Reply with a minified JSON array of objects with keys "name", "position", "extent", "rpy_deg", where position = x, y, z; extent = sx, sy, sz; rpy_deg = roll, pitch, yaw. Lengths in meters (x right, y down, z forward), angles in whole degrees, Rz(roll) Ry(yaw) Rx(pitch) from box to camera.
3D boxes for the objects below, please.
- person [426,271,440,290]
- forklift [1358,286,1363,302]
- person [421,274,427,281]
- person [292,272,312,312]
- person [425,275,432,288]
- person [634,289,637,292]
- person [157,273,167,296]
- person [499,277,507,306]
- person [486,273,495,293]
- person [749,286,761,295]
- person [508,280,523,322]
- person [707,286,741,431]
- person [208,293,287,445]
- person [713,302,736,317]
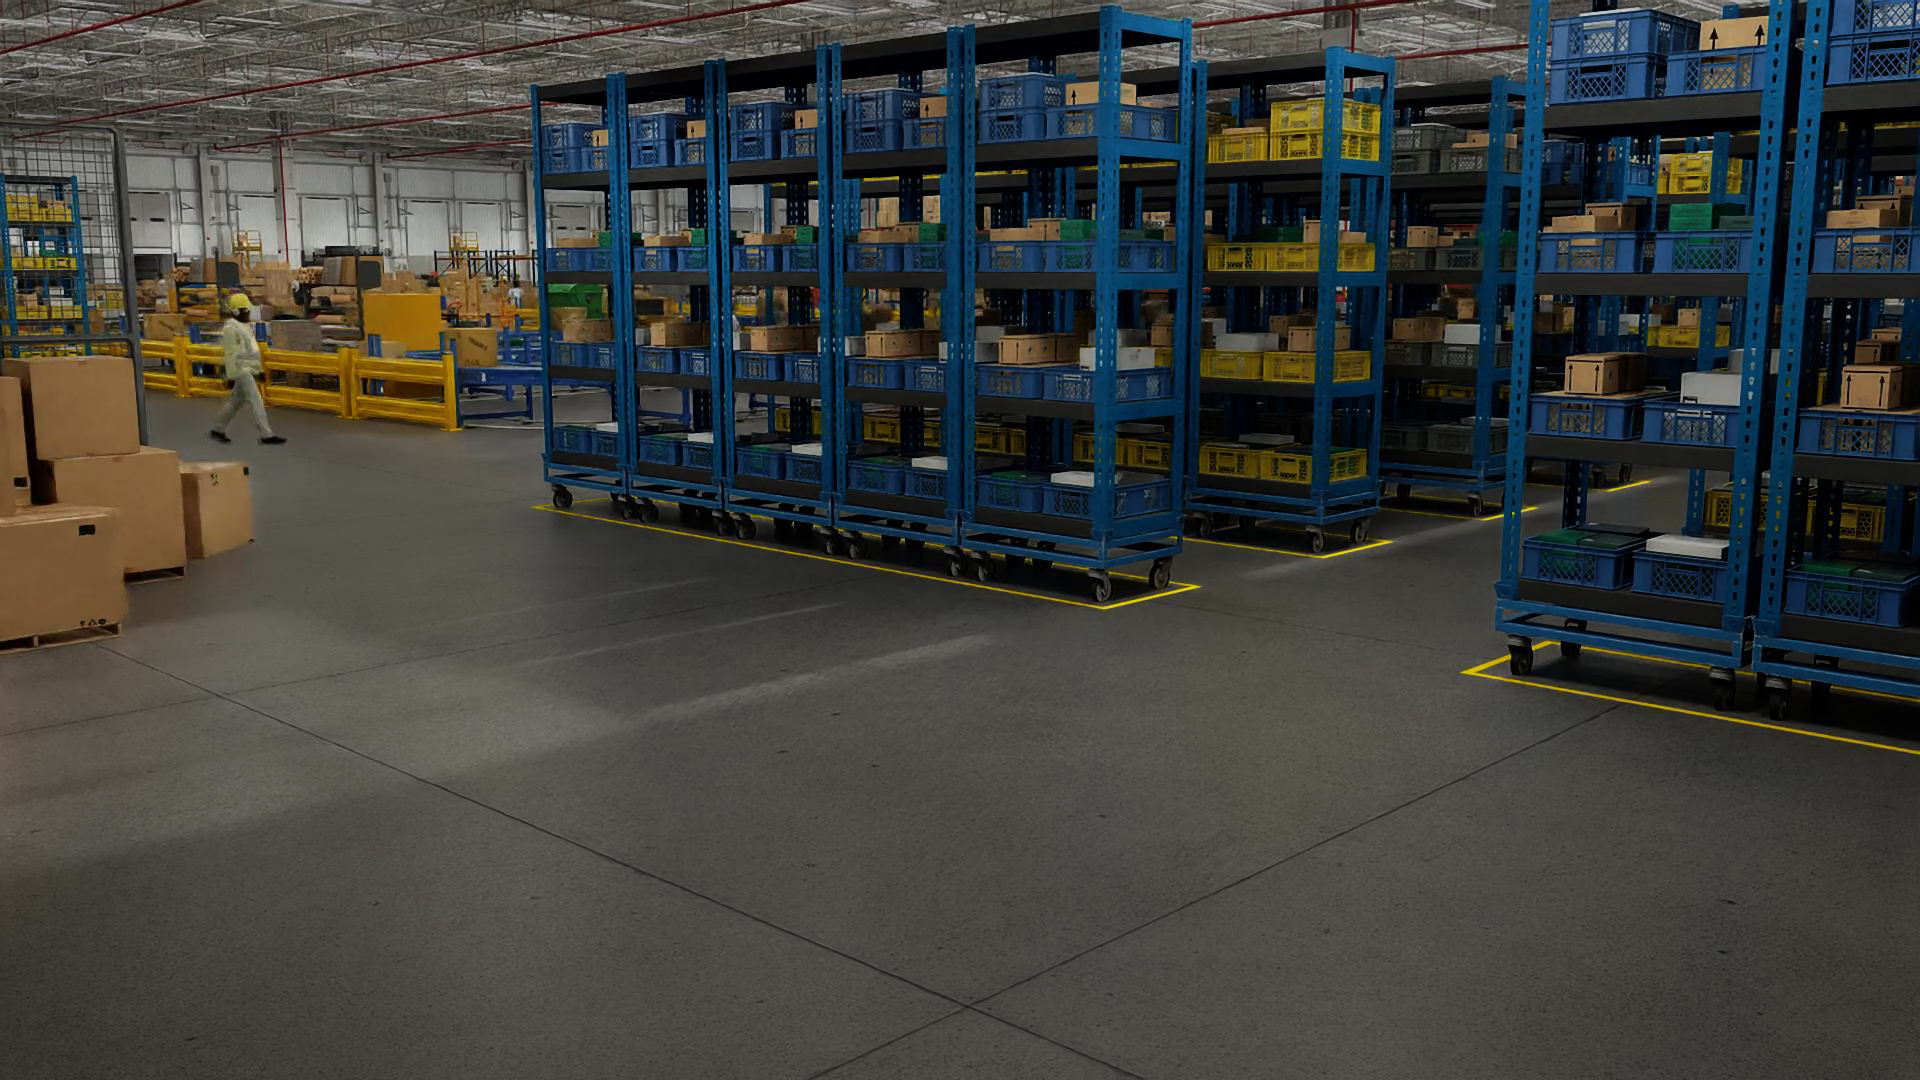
[{"name":"person","position":[-18.734,-8.589,59.312],"extent":[0.623,1.992,0.396],"rpy_deg":[5,11,28]},{"name":"forklift","position":[11.100,-7.017,46.970],"extent":[1.873,2.768,1.129],"rpy_deg":[9,13,43]},{"name":"person","position":[-27.121,-12.593,84.388],"extent":[0.636,1.821,0.638],"rpy_deg":[-3,10,-16]},{"name":"person","position":[-24.582,-9.071,62.126],"extent":[0.673,2.000,0.536],"rpy_deg":[-4,10,-24]},{"name":"person","position":[-23.905,-11.003,74.707],"extent":[1.012,1.815,0.541],"rpy_deg":[-3,10,-19]},{"name":"person","position":[-16.545,-12.558,83.879],"extent":[0.587,1.920,0.395],"rpy_deg":[3,10,19]},{"name":"person","position":[-34.323,-10.564,71.710],"extent":[0.925,1.911,0.638],"rpy_deg":[-2,10,-13]},{"name":"person","position":[-18.342,-9.709,66.910],"extent":[0.327,1.760,0.523],"rpy_deg":[-7,12,-36]},{"name":"person","position":[-23.920,-12.691,84.859],"extent":[0.662,1.872,1.059],"rpy_deg":[8,12,39]},{"name":"person","position":[-9.402,-11.393,76.589],"extent":[0.606,1.966,0.367],"rpy_deg":[-6,11,-34]},{"name":"person","position":[-15.646,-8.308,58.583],"extent":[0.552,1.662,0.491],"rpy_deg":[-5,11,-29]},{"name":"person","position":[-2.608,-1.900,18.576],"extent":[0.405,1.904,0.653],"rpy_deg":[-7,11,-35]},{"name":"person","position":[-8.466,-2.004,19.552],"extent":[0.903,1.799,0.583],"rpy_deg":[-2,9,-9]},{"name":"person","position":[-4.889,-4.384,34.310],"extent":[0.529,1.745,0.685],"rpy_deg":[3,10,15]}]
